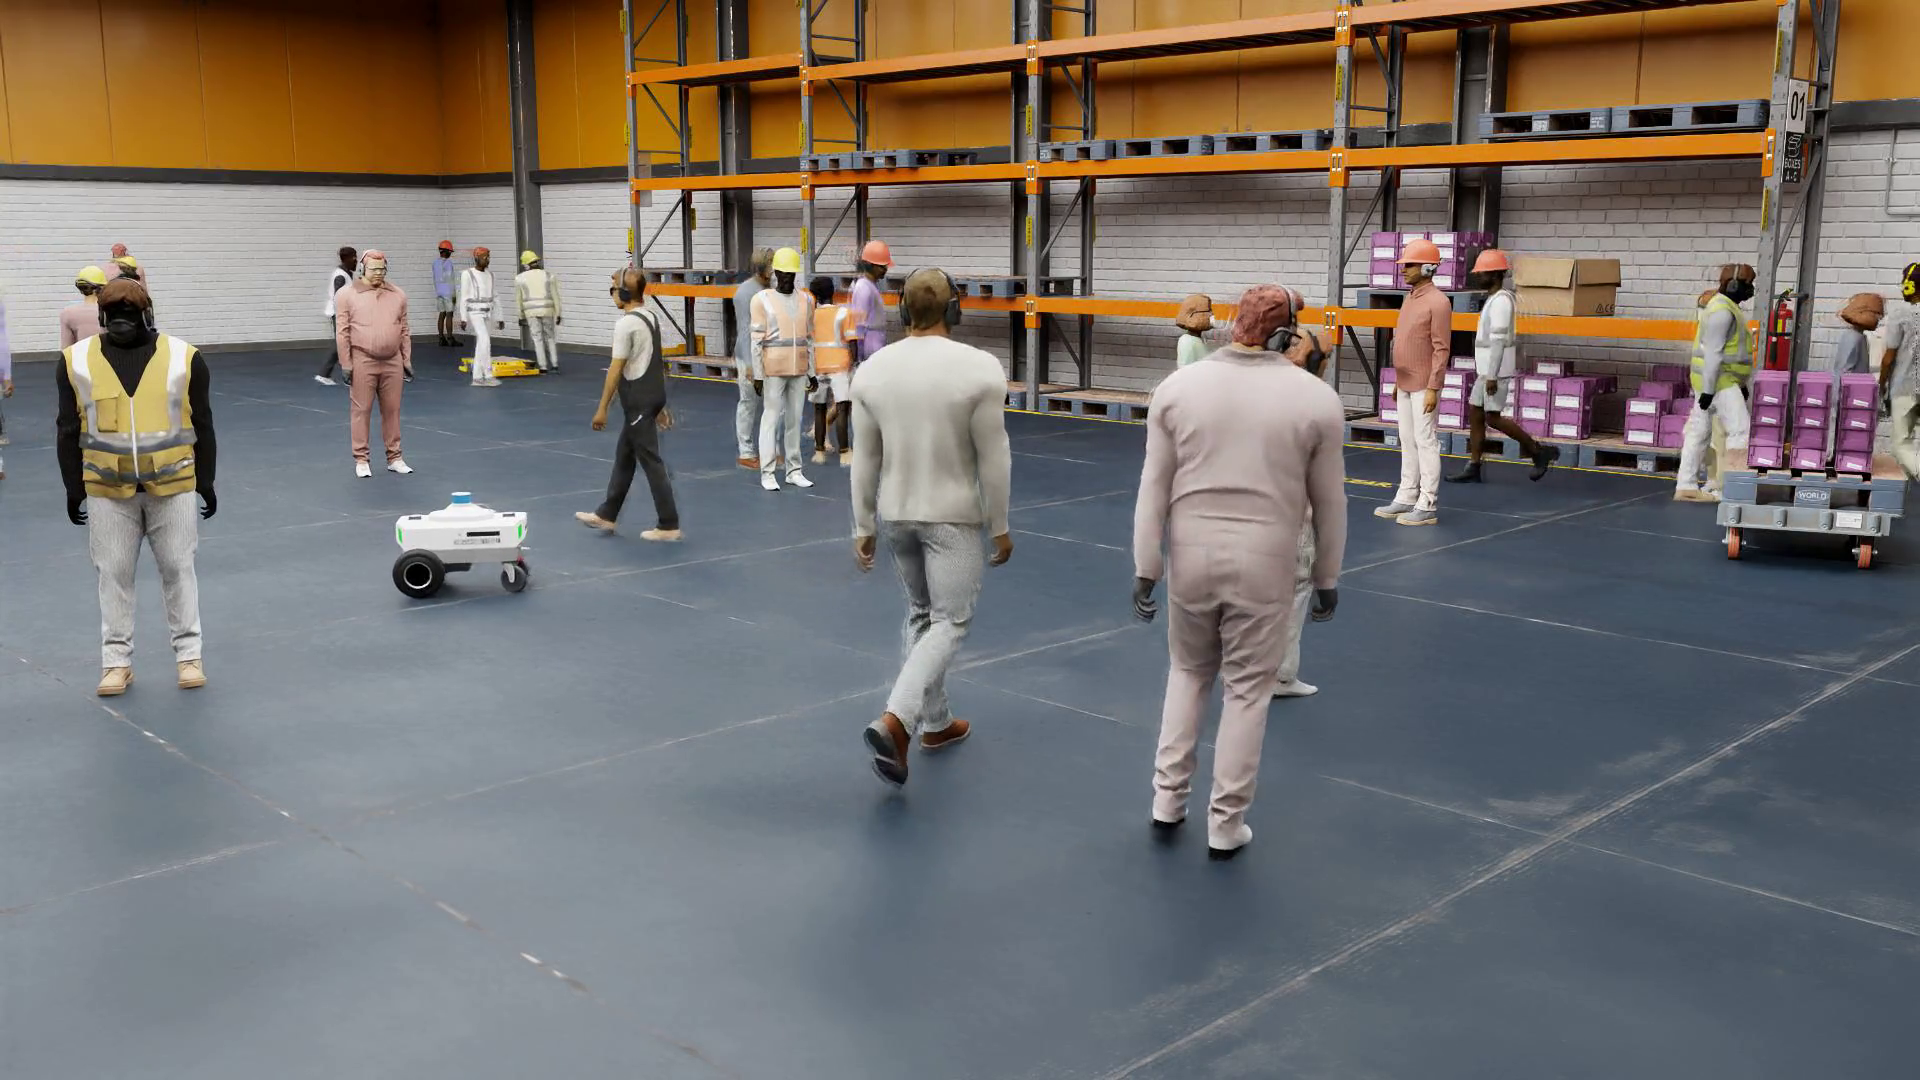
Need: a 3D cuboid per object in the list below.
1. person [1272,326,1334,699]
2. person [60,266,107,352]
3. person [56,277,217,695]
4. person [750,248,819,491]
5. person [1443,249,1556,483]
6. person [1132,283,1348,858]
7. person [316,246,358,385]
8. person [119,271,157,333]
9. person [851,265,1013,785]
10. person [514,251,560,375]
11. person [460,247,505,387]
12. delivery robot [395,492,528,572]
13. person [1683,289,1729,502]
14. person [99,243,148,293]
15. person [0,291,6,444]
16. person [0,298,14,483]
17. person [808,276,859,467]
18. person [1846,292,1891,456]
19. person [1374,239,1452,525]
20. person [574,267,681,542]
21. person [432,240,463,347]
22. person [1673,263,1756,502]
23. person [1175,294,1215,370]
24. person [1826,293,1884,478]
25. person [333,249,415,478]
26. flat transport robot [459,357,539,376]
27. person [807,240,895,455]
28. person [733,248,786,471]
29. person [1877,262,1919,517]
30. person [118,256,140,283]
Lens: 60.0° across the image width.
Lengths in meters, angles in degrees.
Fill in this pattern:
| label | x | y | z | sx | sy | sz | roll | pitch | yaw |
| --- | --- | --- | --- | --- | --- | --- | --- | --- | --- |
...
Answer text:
| label | x | y | z | sx | sy | sz | roll | pitch | yaw |
| --- | --- | --- | --- | --- | --- | --- | --- | --- | --- |
| person | 1.481 | -0.110 | 7.255 | 0.373 | 1.628 | 0.543 | -5 | 12 | -26 |
| person | -7.215 | -1.401 | 13.940 | 0.533 | 1.765 | 0.322 | -1 | 10 | -7 |
| person | -3.628 | -0.234 | 7.367 | 0.634 | 1.839 | 0.429 | -4 | 11 | -22 |
| person | -1.384 | -1.357 | 13.261 | 0.593 | 1.922 | 0.383 | -8 | 13 | -38 |
| person | 4.397 | -1.385 | 13.440 | 0.768 | 1.915 | 0.543 | 2 | 11 | 8 |
| person | 0.920 | 0.100 | 5.473 | 0.664 | 1.867 | 0.536 | 4 | 11 | 19 |
| person | -8.330 | -2.998 | 22.369 | 0.718 | 1.895 | 0.614 | -3 | 11 | -16 |
| person | -8.579 | -1.938 | 17.149 | 0.812 | 1.661 | 0.530 | 2 | 11 | 13 |
| person | -0.152 | -0.059 | 6.207 | 0.623 | 1.917 | 0.852 | 6 | 12 | 28 |
| person | -6.137 | -3.290 | 24.158 | 0.624 | 1.796 | 0.489 | -4 | 11 | -21 |
| person | -6.298 | -2.964 | 22.194 | 0.768 | 1.855 | 0.609 | 5 | 12 | 27 |
| delivery robot | -2.840 | -0.030 | 9.508 | 0.707 | 0.478 | 0.477 | -2 | 11 | -12 |
| person | 5.710 | -1.079 | 12.568 | 0.370 | 1.611 | 0.519 | 0 | 10 | 1 |
| person | -12.207 | -3.377 | 24.327 | 0.643 | 1.908 | 0.411 | -4 | 11 | -20 |
| person | -9.533 | -1.892 | 16.019 | 0.545 | 1.971 | 0.659 | -1 | 10 | -4 |
| person | -7.860 | -1.313 | 13.164 | 0.631 | 1.882 | 1.056 | -4 | 11 | -23 |
| person | -1.080 | -1.476 | 14.625 | 0.677 | 1.669 | 0.324 | 5 | 11 | 24 |
| person | 6.913 | -1.078 | 12.624 | 0.505 | 1.603 | 0.781 | -5 | 11 | -24 |
| person | 3.209 | -1.105 | 11.690 | 0.378 | 1.996 | 0.611 | -2 | 11 | -10 |
| person | -2.245 | -0.881 | 10.995 | 0.899 | 1.809 | 0.513 | 2 | 11 | 10 |
| person | -9.346 | -4.482 | 30.294 | 0.543 | 1.928 | 0.372 | 8 | 13 | 38 |
| person | 5.791 | -1.151 | 12.448 | 0.778 | 1.807 | 0.640 | 4 | 11 | 21 |
| person | 1.568 | -0.823 | 11.133 | 0.286 | 1.636 | 0.499 | 3 | 11 | 16 |
| person | 6.297 | -0.929 | 11.768 | 0.341 | 1.612 | 0.533 | 5 | 12 | 27 |
| person | -4.915 | -1.487 | 14.034 | 0.639 | 1.904 | 0.407 | -9 | 14 | -41 |
| flat transport robot | -6.717 | -2.534 | 24.189 | 0.652 | 0.197 | 1.431 | -8 | 13 | -36 |
| person | -0.911 | -1.745 | 15.236 | 1.008 | 1.982 | 0.635 | 0 | 10 | -3 |
| person | -1.688 | -1.527 | 14.215 | 0.625 | 1.910 | 0.658 | 6 | 12 | 32 |
| person | 6.738 | -1.018 | 11.676 | 0.509 | 1.840 | 0.803 | -3 | 11 | -17 |
| person | -11.823 | -3.135 | 23.491 | 0.569 | 1.734 | 0.637 | 4 | 11 | 22 |
